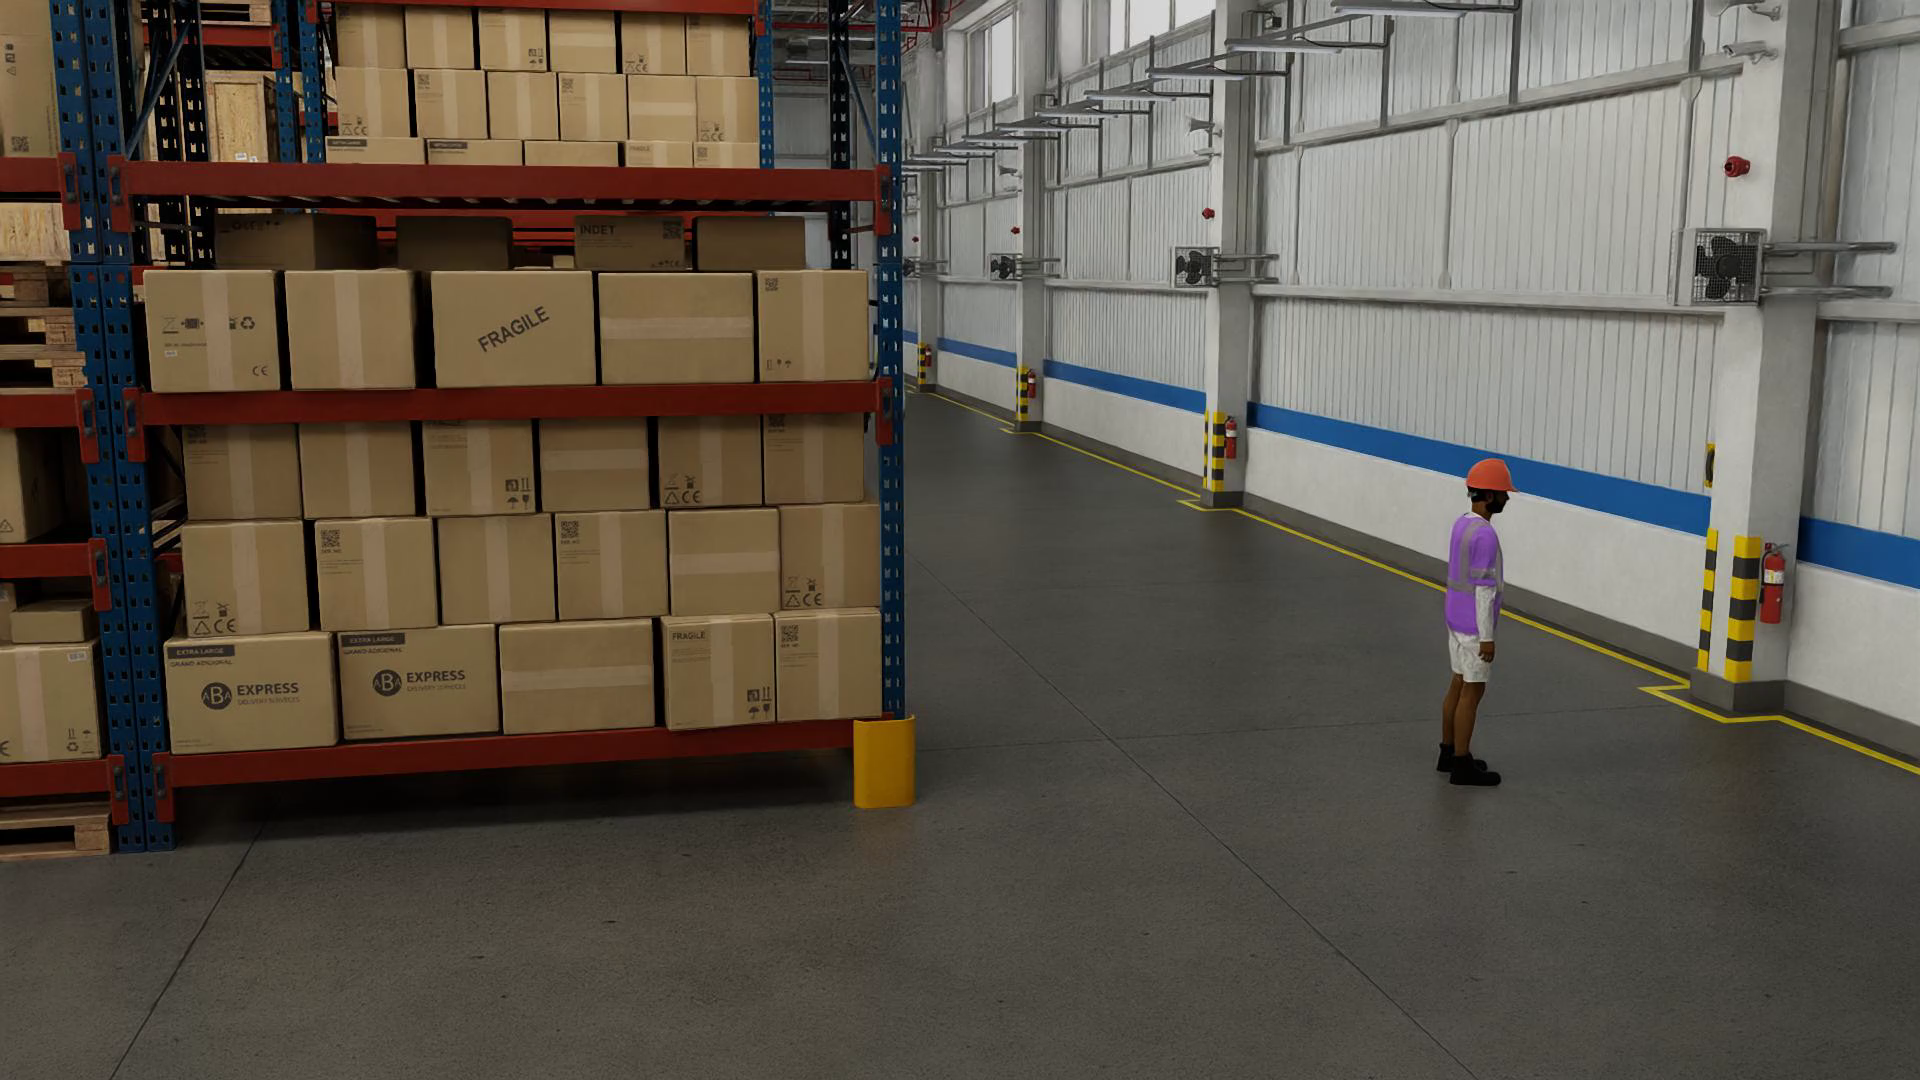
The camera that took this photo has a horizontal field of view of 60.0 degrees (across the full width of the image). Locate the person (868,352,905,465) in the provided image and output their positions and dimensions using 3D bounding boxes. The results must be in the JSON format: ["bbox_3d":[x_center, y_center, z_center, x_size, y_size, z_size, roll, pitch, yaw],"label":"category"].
[{"bbox_3d":[-1.161,-2.050,25.640,0.599,1.774,0.948,-1,9,-9],"label":"person"}]

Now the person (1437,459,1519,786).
[{"bbox_3d":[3.049,0.482,9.779,0.383,1.930,0.540,1,9,5],"label":"person"}]

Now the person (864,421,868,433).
[{"bbox_3d":[-1.648,-1.642,23.164,0.693,1.784,0.928,4,10,21],"label":"person"}]
